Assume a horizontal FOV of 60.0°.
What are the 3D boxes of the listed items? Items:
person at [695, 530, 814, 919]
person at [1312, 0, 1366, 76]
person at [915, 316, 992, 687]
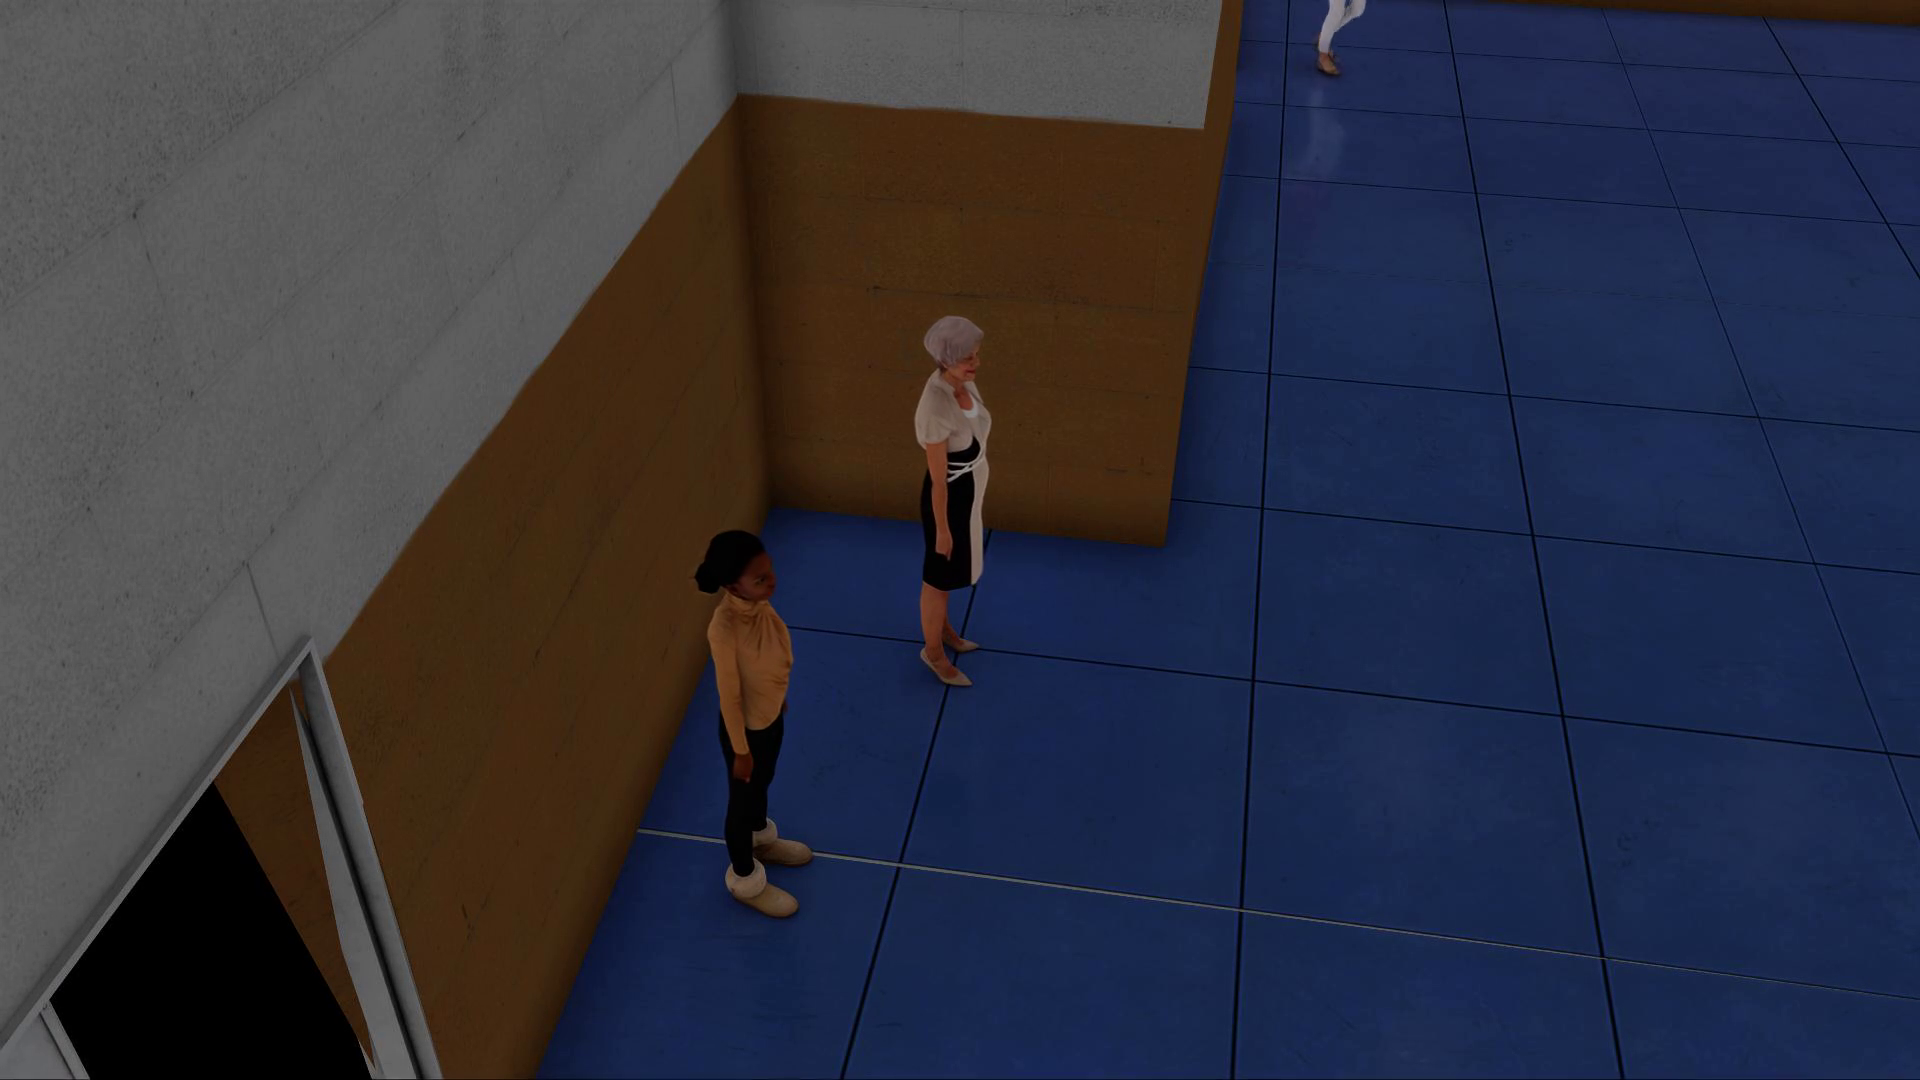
[{"bbox_3d":[-0.755,0.646,6.007,0.538,1.659,0.586,7,37,10],"label":"person"},{"bbox_3d":[2.899,-4.366,12.675,0.816,1.672,0.750,24,43,28],"label":"person"},{"bbox_3d":[-0.057,-0.154,6.997,0.511,1.752,0.618,7,37,10],"label":"person"}]
